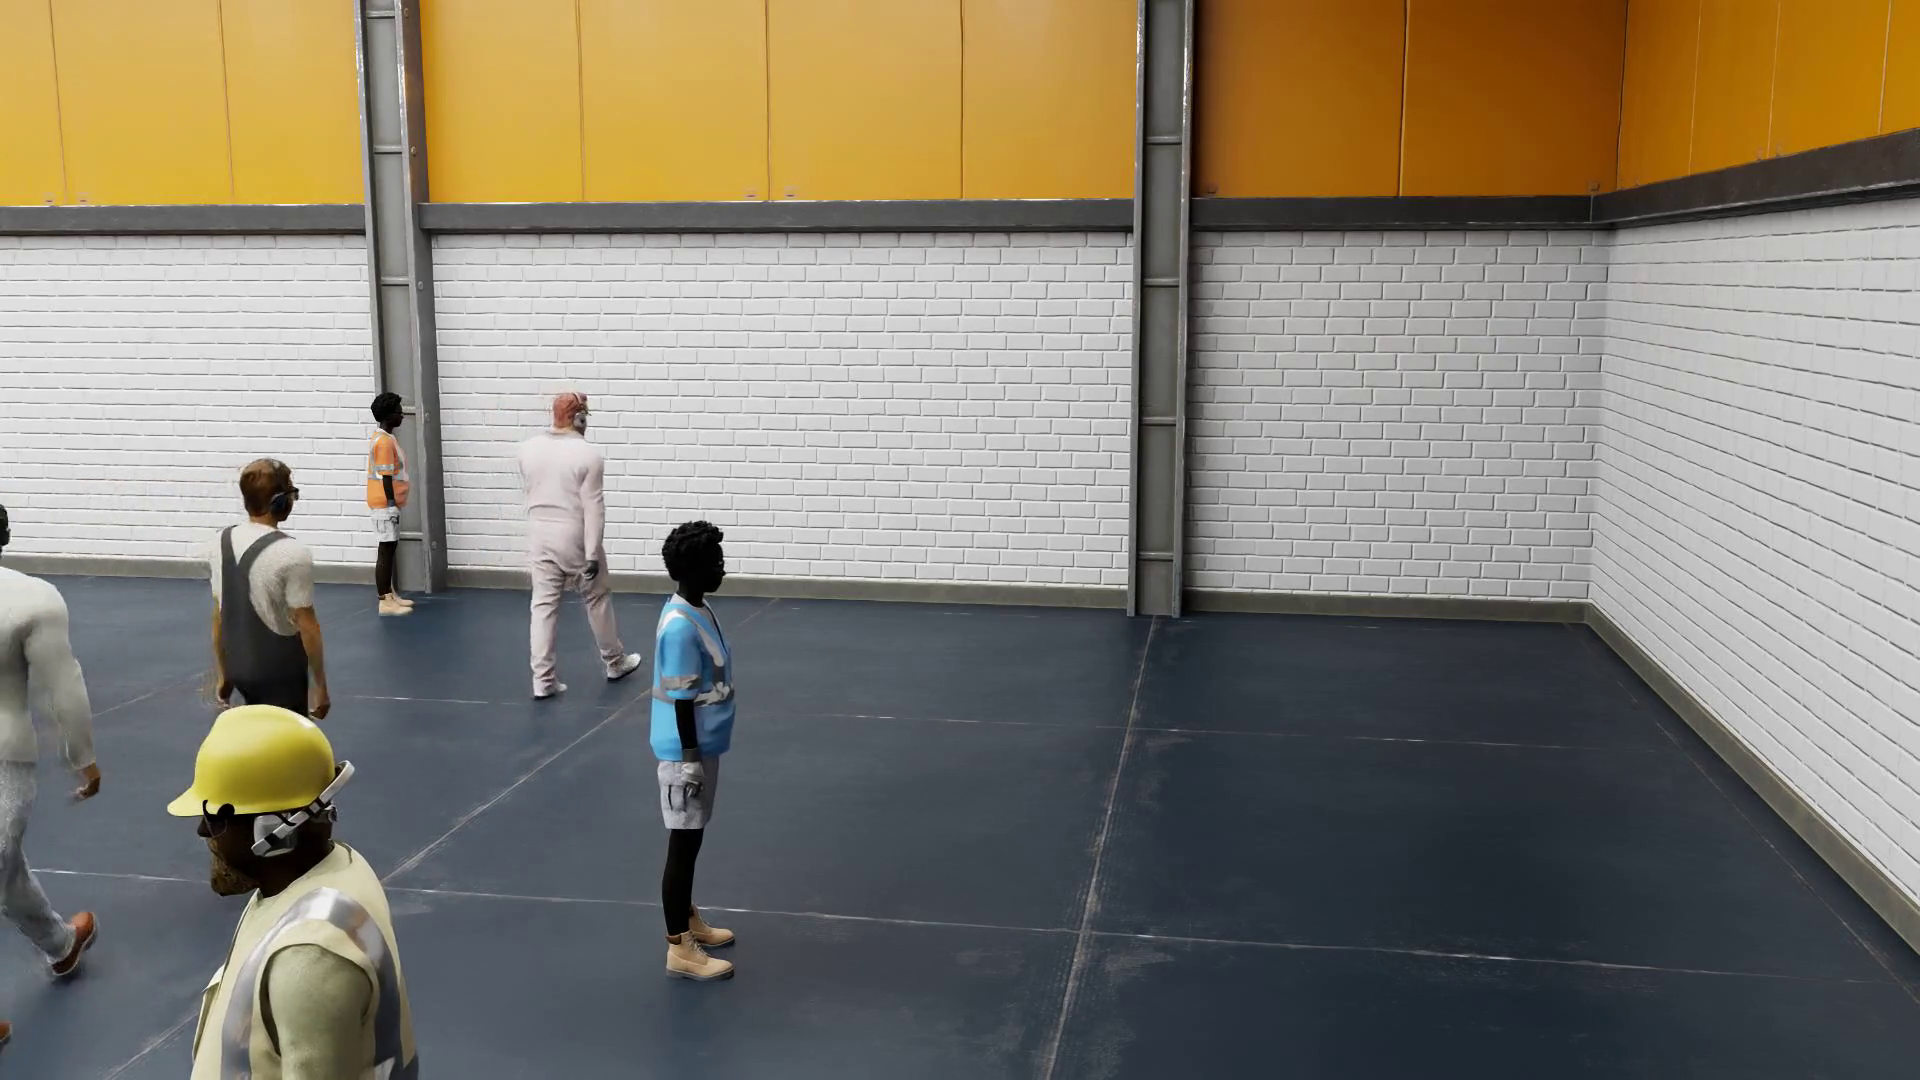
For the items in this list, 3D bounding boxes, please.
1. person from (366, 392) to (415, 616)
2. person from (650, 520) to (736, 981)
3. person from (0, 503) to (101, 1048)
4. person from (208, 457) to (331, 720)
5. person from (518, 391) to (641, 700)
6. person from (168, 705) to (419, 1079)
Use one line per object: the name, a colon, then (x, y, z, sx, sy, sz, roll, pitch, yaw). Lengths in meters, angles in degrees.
person: (-4.331, -0.273, 12.612, 0.320, 1.694, 0.531, -3, 10, -16)
person: (-0.987, 0.765, 6.181, 0.316, 1.696, 0.541, -1, 9, -5)
person: (-3.345, 0.754, 5.715, 0.664, 1.872, 1.020, 1, 9, 4)
person: (-2.880, 0.568, 6.983, 0.544, 1.833, 0.407, 4, 10, 23)
person: (-2.374, 0.013, 10.327, 0.642, 1.862, 0.933, 4, 10, 21)
person: (-1.223, 1.200, 3.131, 0.403, 1.825, 0.591, -4, 10, -22)
